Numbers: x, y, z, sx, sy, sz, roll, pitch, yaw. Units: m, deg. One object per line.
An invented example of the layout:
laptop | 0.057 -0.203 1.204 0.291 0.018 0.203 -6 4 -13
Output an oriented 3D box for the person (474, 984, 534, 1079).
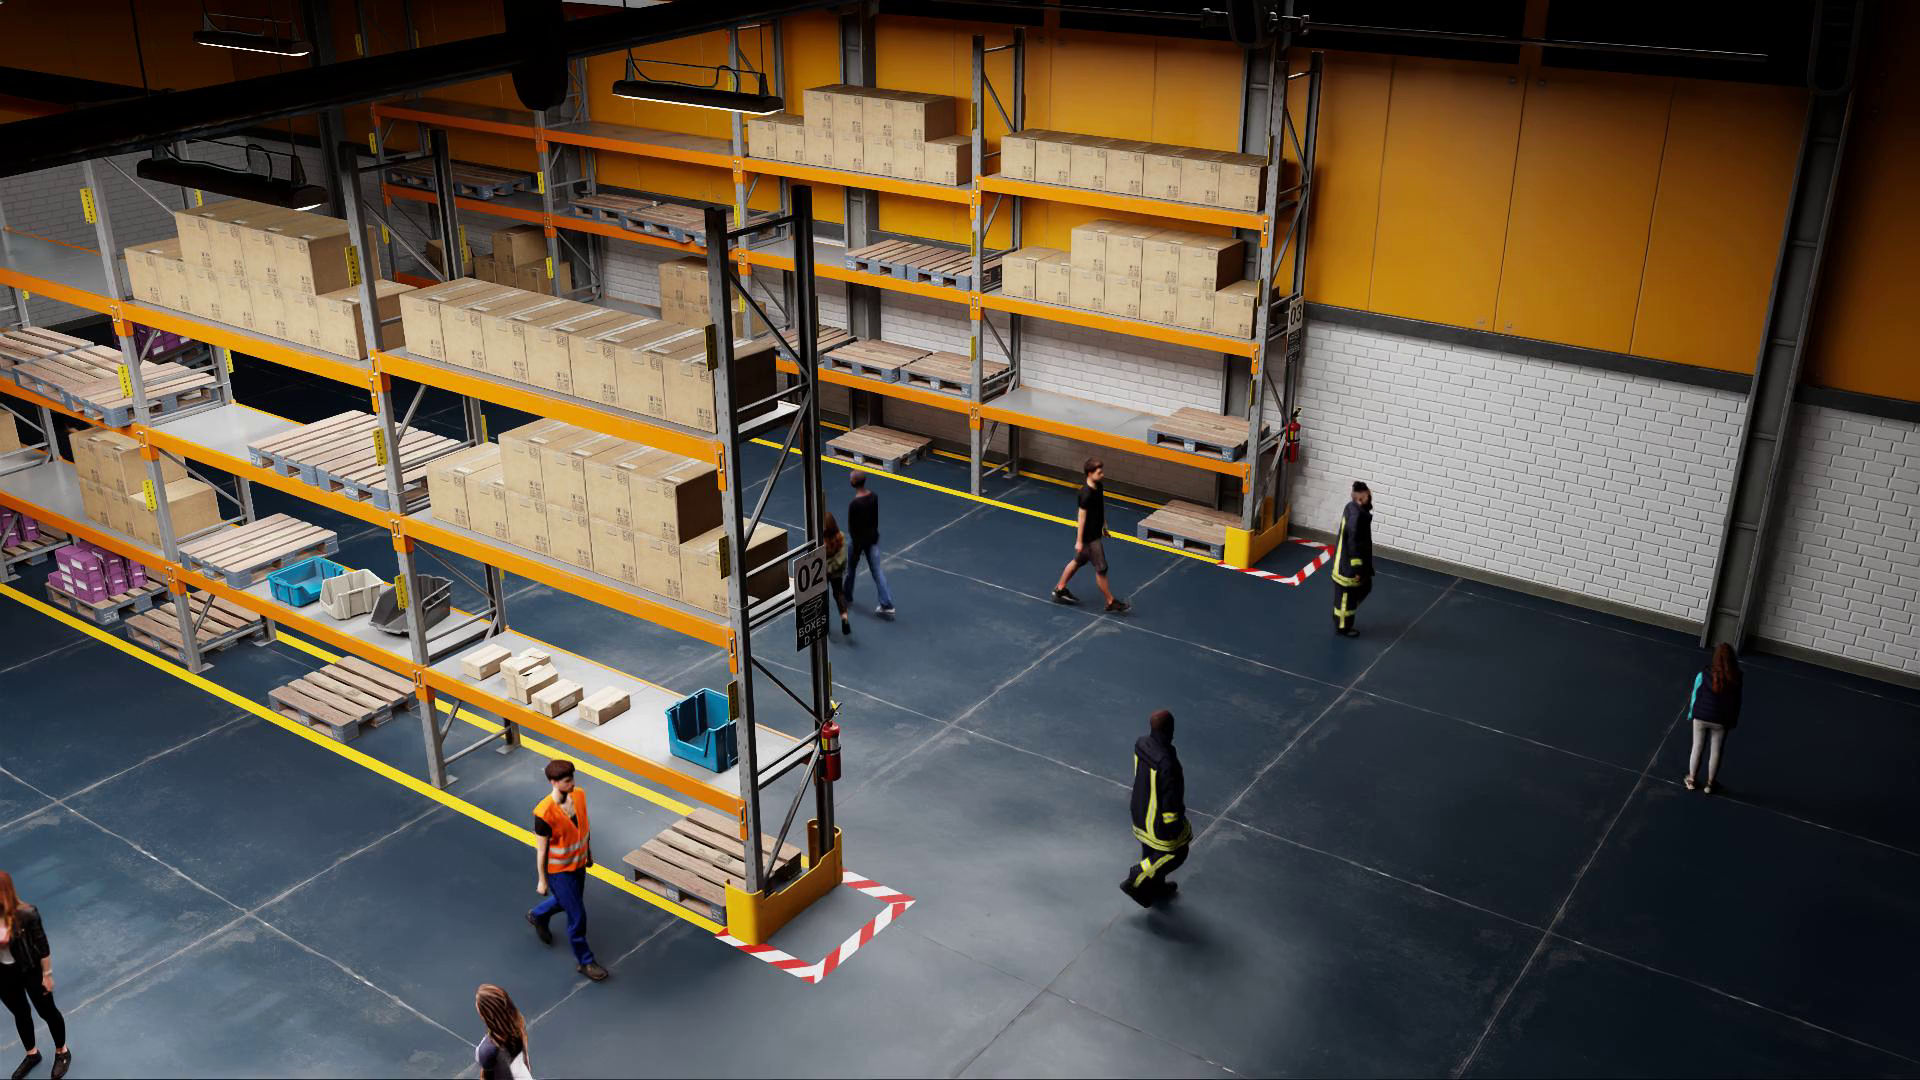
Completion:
person | -2.831 3.598 10.722 0.725 1.721 0.713 5 24 12

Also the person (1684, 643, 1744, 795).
person | 7.006 1.649 15.455 0.563 1.502 0.681 12 26 25

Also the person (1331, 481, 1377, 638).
person | 4.258 0.190 18.351 0.864 1.854 0.885 5 24 12

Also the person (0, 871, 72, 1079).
person | -6.706 3.087 11.903 0.650 1.712 0.745 0 24 0

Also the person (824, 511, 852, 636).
person | -1.413 0.383 18.396 0.824 1.465 0.959 -11 26 -24

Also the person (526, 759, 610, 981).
person | -3.159 2.521 13.022 1.157 1.853 0.760 12 27 26

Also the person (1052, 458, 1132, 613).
person | 1.400 -0.066 18.983 1.269 1.819 0.904 9 25 19

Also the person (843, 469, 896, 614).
person | -1.014 0.049 18.859 0.751 1.707 1.189 -21 31 -39

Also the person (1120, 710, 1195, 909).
person | 1.582 2.232 13.730 1.022 1.815 0.977 -9 25 -20
